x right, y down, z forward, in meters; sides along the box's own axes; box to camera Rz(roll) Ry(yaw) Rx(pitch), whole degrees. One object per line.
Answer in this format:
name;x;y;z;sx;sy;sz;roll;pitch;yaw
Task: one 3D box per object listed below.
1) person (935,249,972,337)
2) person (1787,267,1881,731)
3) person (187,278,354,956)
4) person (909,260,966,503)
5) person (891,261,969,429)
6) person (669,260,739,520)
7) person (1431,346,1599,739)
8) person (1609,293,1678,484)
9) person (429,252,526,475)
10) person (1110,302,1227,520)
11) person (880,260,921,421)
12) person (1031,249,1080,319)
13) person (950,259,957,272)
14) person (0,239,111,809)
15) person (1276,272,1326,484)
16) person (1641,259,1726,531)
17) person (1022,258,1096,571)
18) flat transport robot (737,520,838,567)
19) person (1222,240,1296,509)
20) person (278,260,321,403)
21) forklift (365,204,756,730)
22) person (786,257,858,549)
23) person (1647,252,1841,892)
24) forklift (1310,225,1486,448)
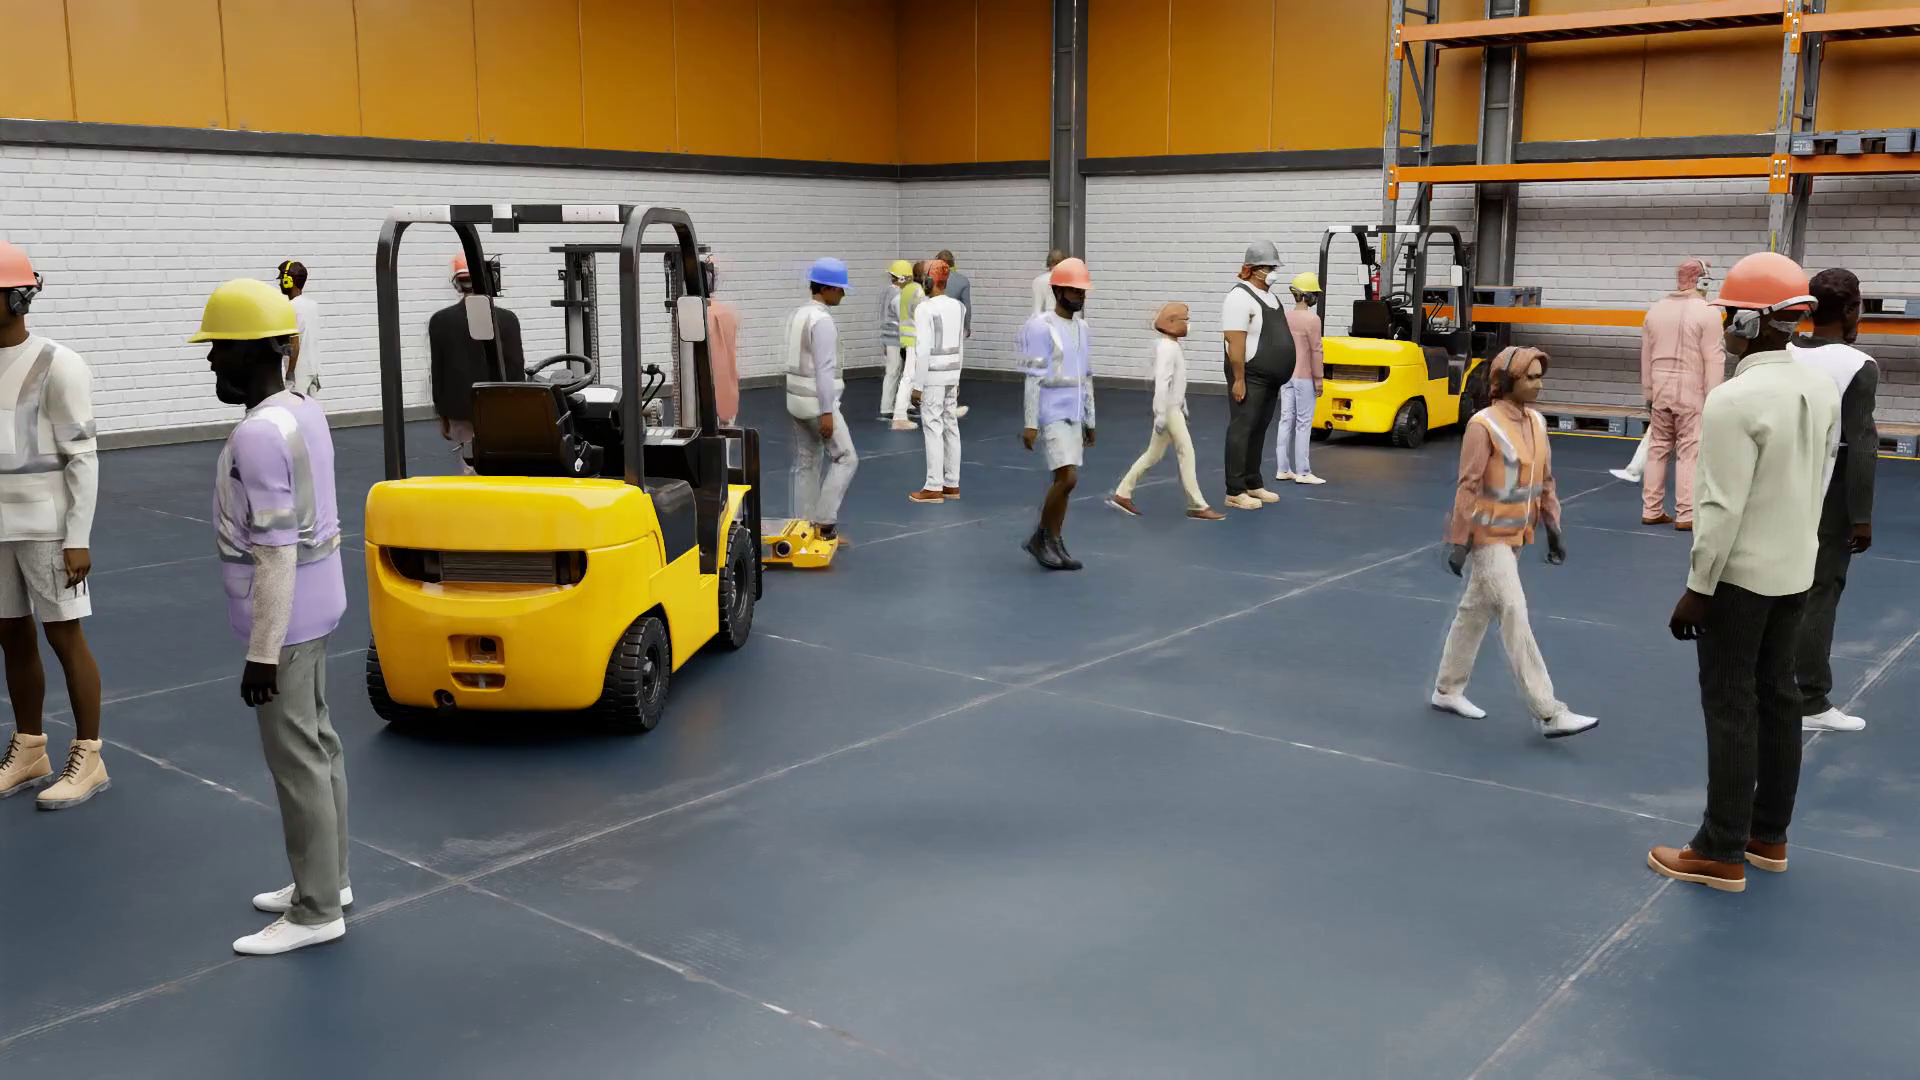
person;-0.176;-2.712;21.105;0.644;1.908;0.865;1;10;5
person;3.553;-0.164;6.942;0.387;1.921;0.592;-3;11;-17
person;-1.964;0.222;4.782;0.366;1.926;0.593;-2;10;-12
person;-0.181;-1.229;12.949;0.350;1.882;0.583;7;12;33
person;-0.325;-2.095;17.963;0.952;1.795;0.657;-3;11;-17
person;-1.621;-0.816;10.414;0.460;1.961;0.666;6;12;29
person;2.312;0.011;6.842;0.544;1.592;0.836;-10;14;-43
person;5.805;-1.214;13.644;0.837;1.597;0.508;10;14;43
person;-3.004;-0.812;10.362;0.627;1.978;0.600;2;10;9
person;1.513;-0.943;12.173;0.850;1.594;0.509;2;10;10
person;-0.608;-2.238;18.759;0.697;1.807;0.600;-2;10;-9
person;1.104;-2.463;19.684;0.652;1.918;0.590;-4;11;-20
person;-0.237;-2.906;22.544;0.602;1.787;0.577;0;10;2
person;-3.370;-0.049;5.965;0.609;2.043;0.376;3;11;18
person;2.865;-1.349;13.937;0.314;1.769;0.525;-5;11;-27
person;5.114;-1.020;11.727;0.403;1.904;0.651;-5;11;-24
person;0.643;-0.753;10.191;0.407;1.922;0.585;8;13;38
flat transport robot;-1.520;0.010;10.551;1.431;0.197;0.652;0;10;2
person;2.297;-1.267;12.720;0.536;2.000;0.688;6;12;32
person;-5.373;-1.329;13.535;0.315;1.870;0.532;1;10;3
forklift;-1.766;-0.406;7.525;1.214;2.155;2.313;1;10;7
person;-0.900;-0.881;10.935;0.501;1.919;0.674;-4;11;-22
person;2.474;0.105;5.238;0.611;1.996;0.378;-7;12;-33
forklift;4.449;-2.115;16.993;1.214;2.155;2.313;8;13;38
